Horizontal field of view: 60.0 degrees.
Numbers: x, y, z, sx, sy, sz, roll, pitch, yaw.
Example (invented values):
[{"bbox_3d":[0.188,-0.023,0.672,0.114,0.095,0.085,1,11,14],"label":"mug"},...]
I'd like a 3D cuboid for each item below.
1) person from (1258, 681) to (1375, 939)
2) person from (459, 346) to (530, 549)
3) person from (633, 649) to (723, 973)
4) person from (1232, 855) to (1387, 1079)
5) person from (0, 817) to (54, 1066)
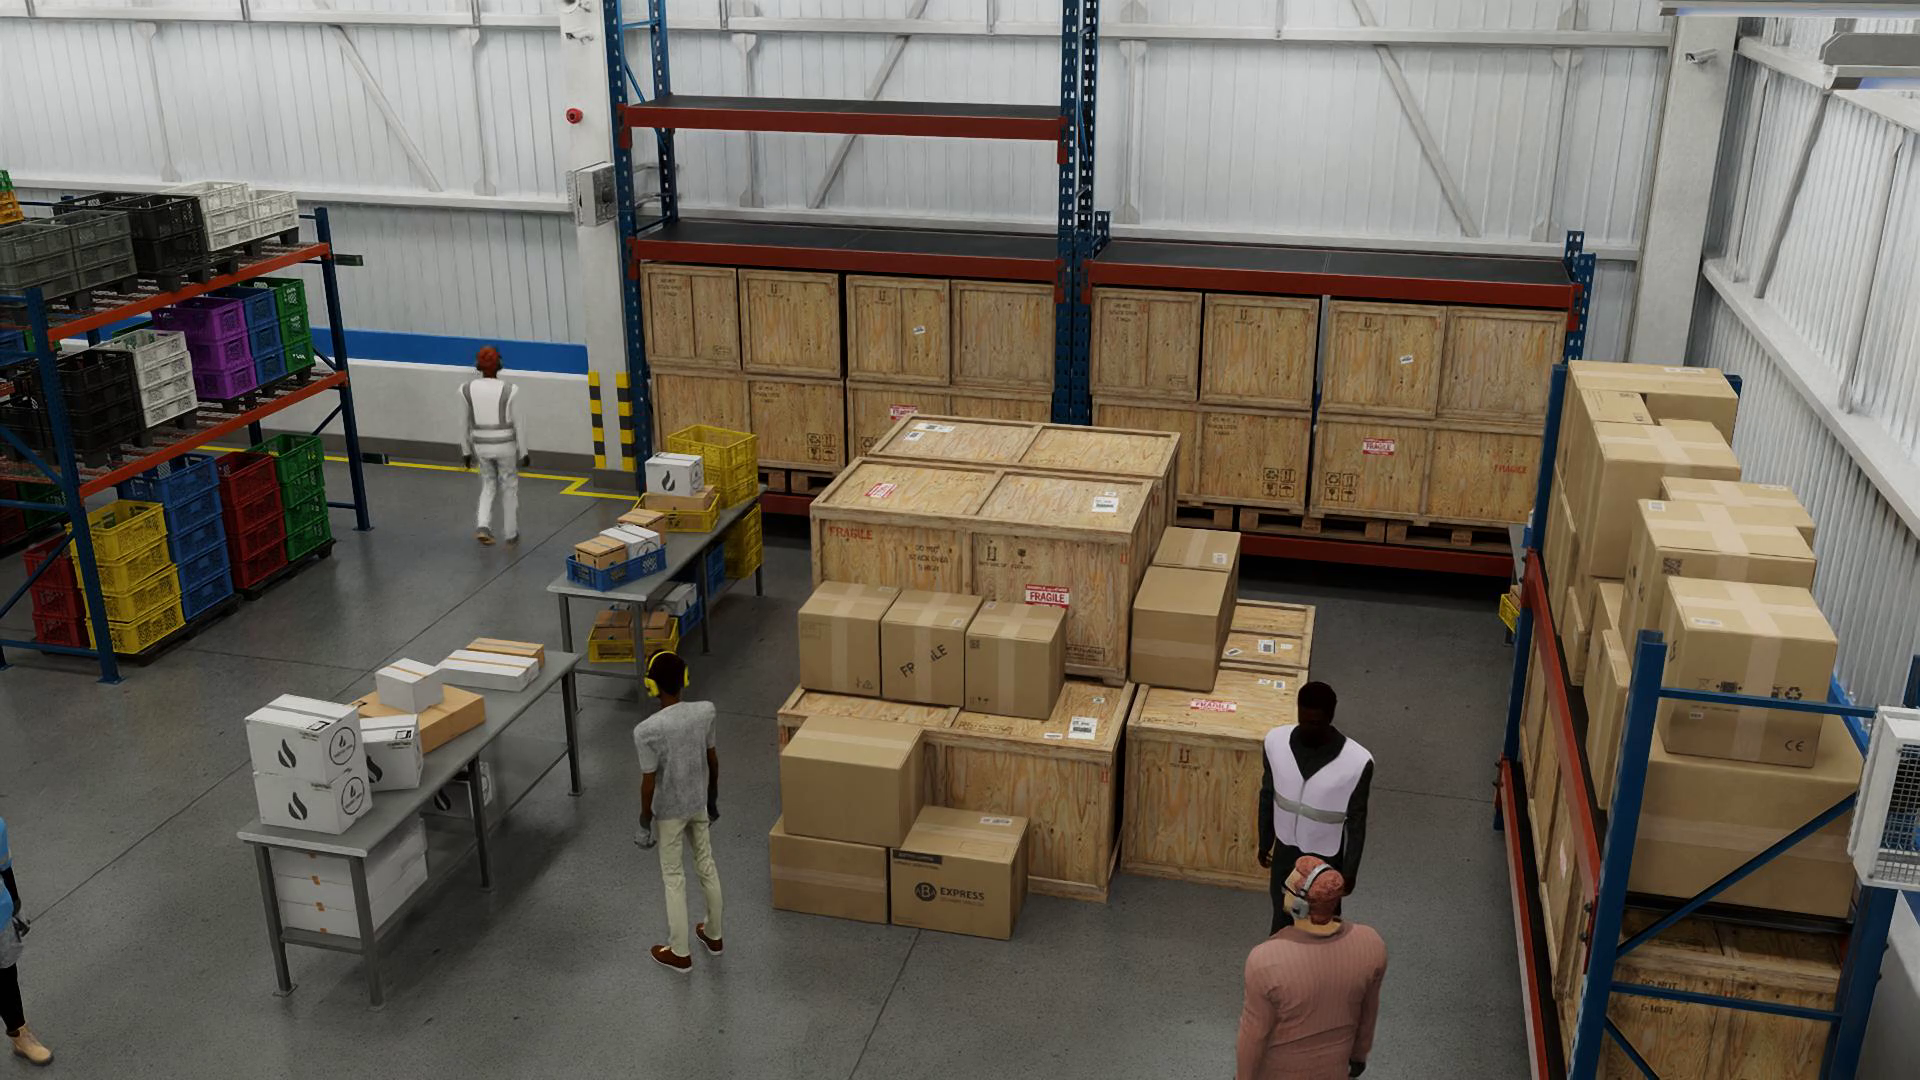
[{"bbox_3d":[1.807,1.586,8.586,0.583,1.909,0.391,14,25,32],"label":"person"},{"bbox_3d":[-4.171,-0.804,14.890,0.590,1.868,0.459,2,21,6],"label":"person"},{"bbox_3d":[-1.526,1.457,8.982,0.517,1.865,0.328,-18,27,-39],"label":"person"},{"bbox_3d":[1.432,2.180,7.022,0.651,1.912,0.410,-7,22,-18],"label":"person"},{"bbox_3d":[-4.797,1.890,8.078,0.318,1.697,0.535,12,24,28],"label":"person"}]
